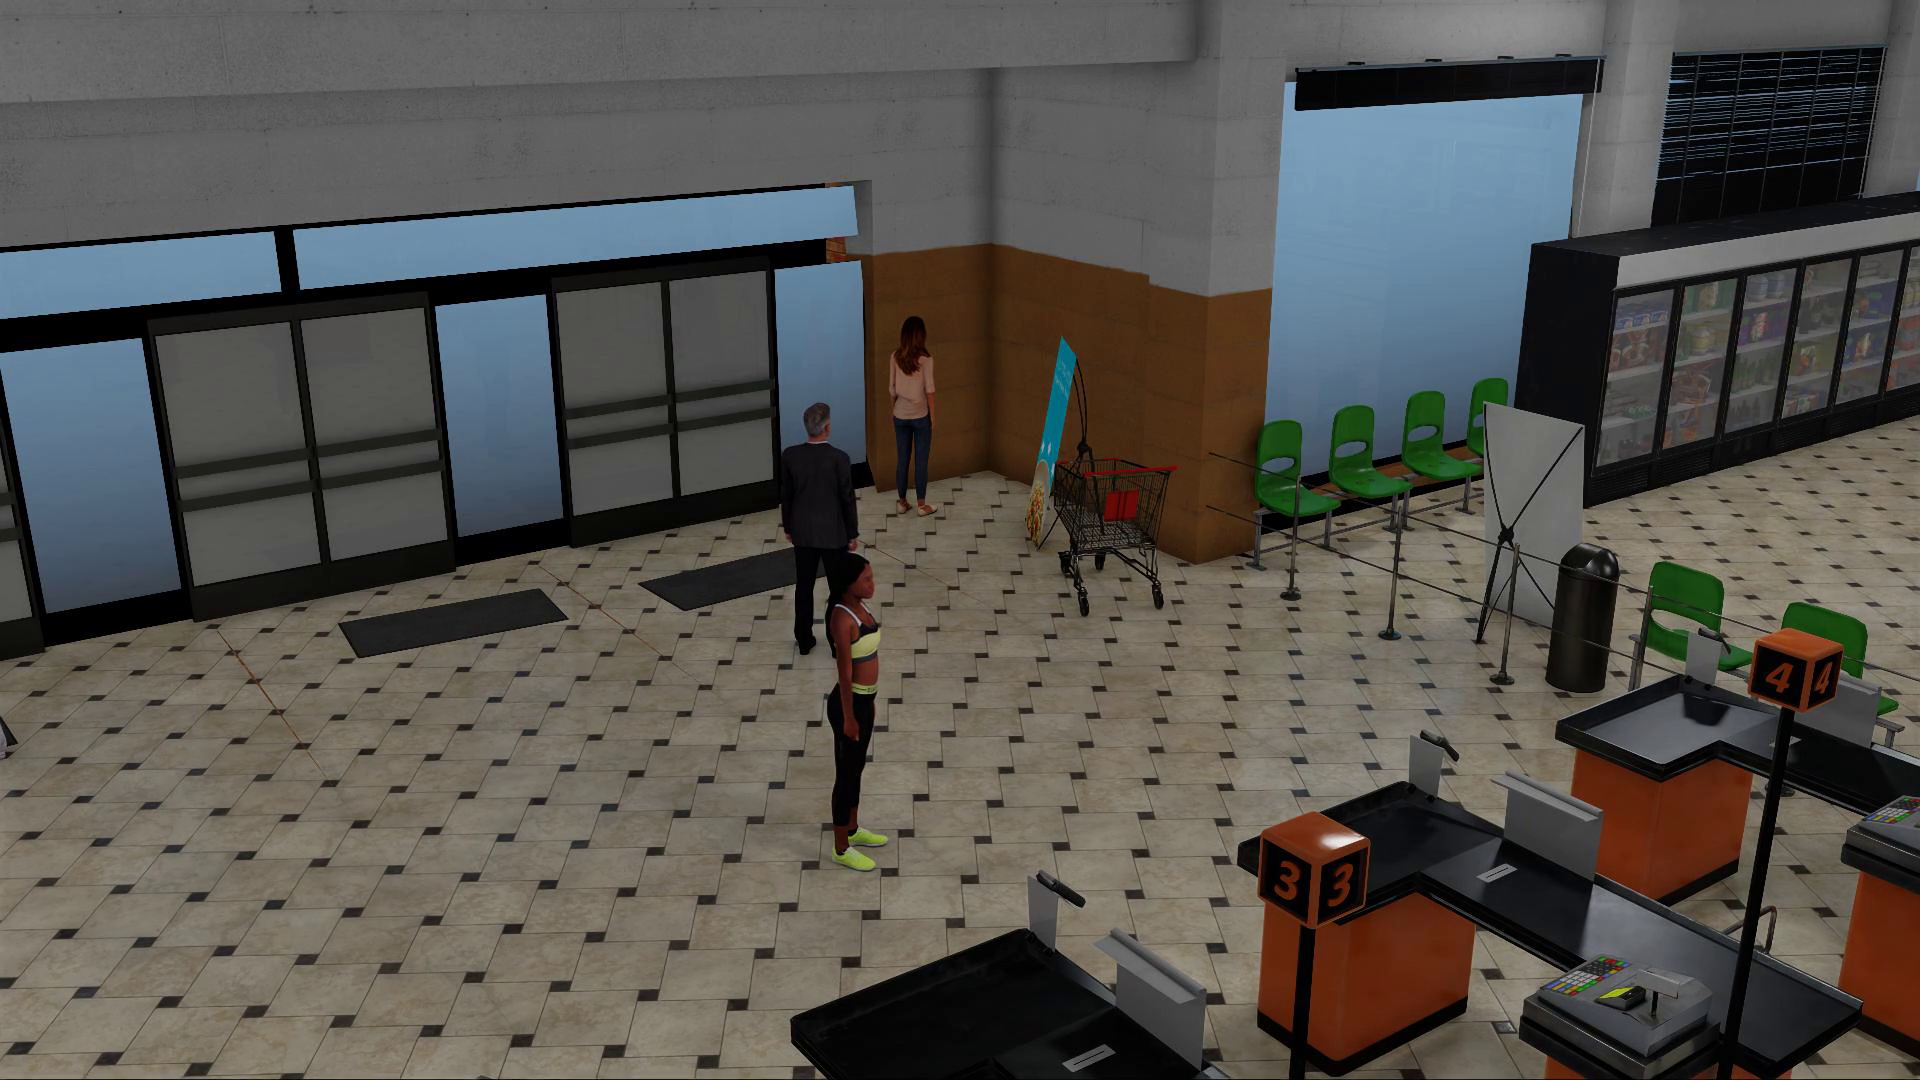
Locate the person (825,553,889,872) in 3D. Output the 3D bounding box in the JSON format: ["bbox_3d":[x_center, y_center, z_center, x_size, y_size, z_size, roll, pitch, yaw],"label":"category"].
[{"bbox_3d":[-0.586,0.900,8.926,0.695,1.755,0.640,4,19,11],"label":"person"}]

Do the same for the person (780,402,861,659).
[{"bbox_3d":[-0.977,-0.073,11.677,0.779,1.841,0.869,5,19,15],"label":"person"}]

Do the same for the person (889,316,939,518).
[{"bbox_3d":[-0.425,-1.105,14.814,0.613,1.791,0.729,9,21,25],"label":"person"}]
